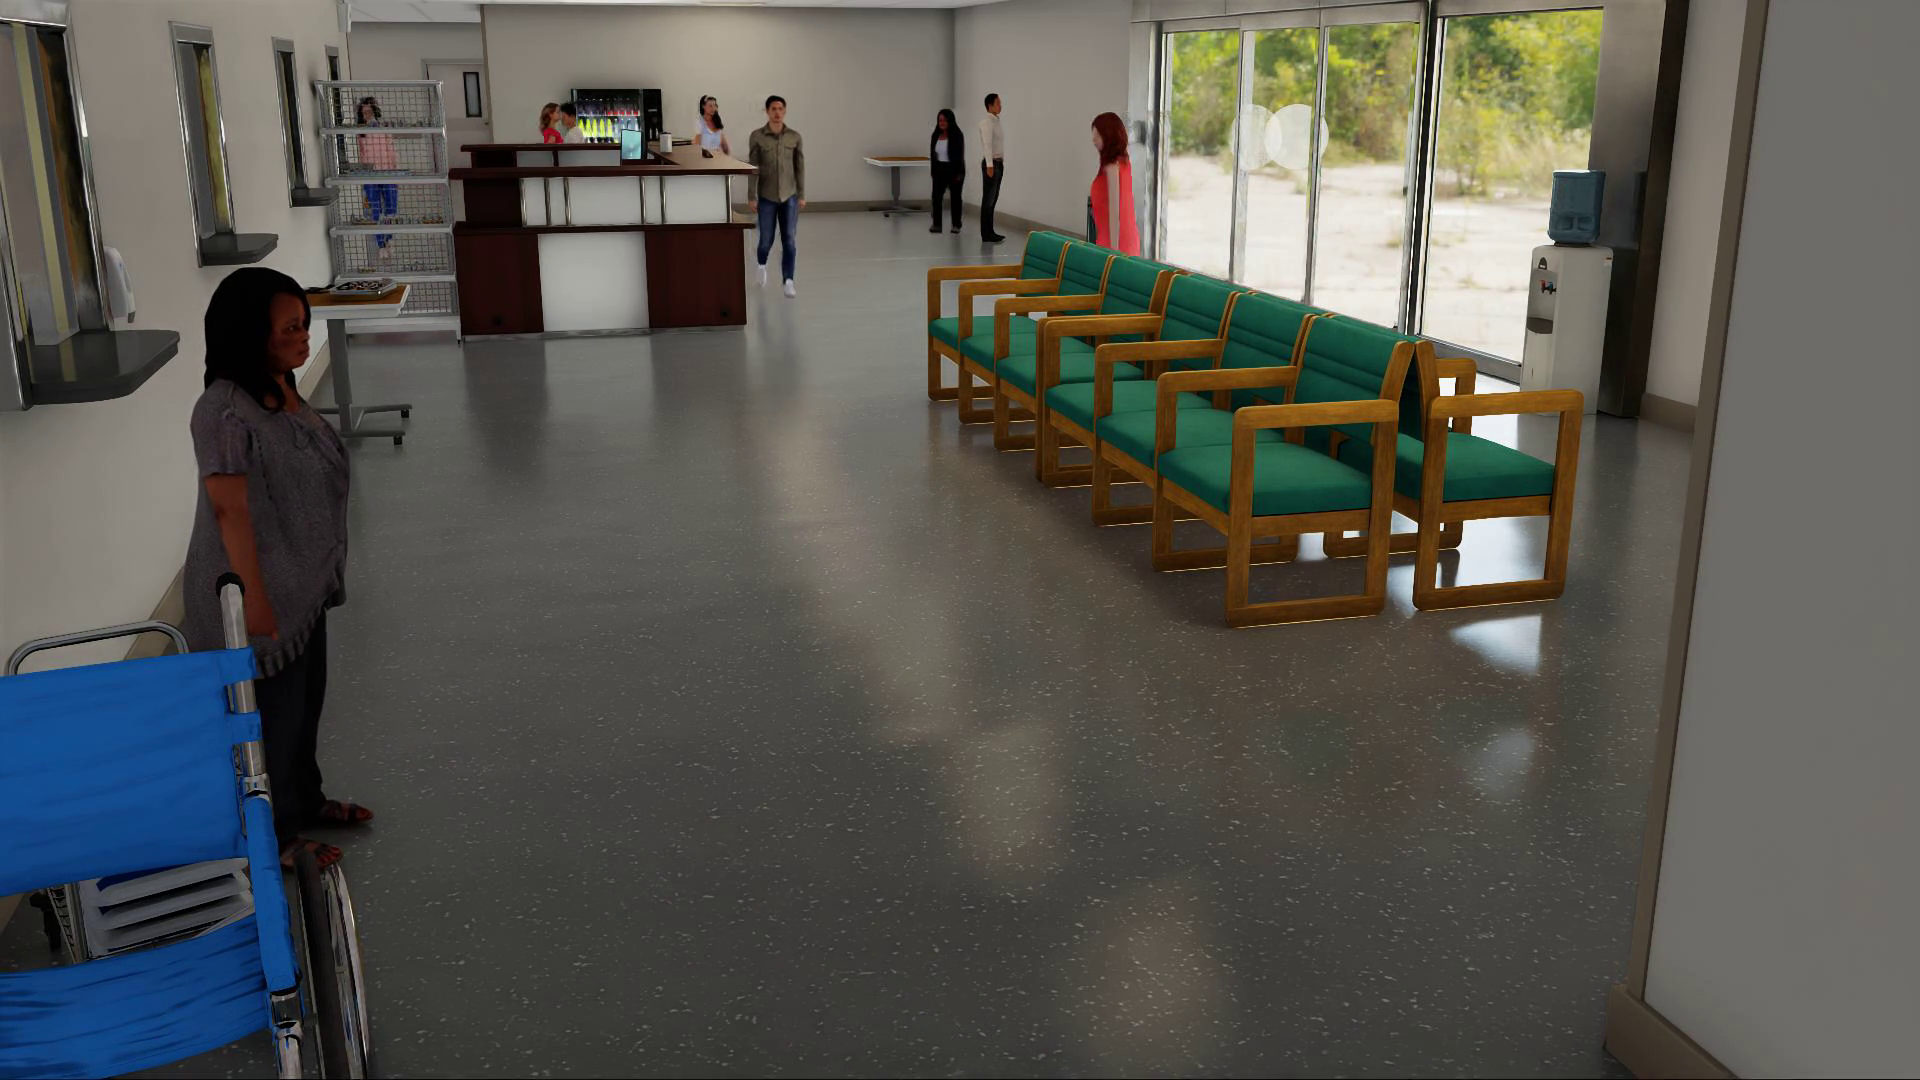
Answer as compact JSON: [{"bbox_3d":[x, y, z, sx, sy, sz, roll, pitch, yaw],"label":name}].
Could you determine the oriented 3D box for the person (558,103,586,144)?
[{"bbox_3d":[-4.684,-4.554,20.697,0.978,1.679,0.766,-2,16,-6],"label":"person"}]

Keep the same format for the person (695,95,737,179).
[{"bbox_3d":[-3.070,-4.408,19.976,0.999,1.790,0.948,11,19,33],"label":"person"}]

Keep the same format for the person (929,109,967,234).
[{"bbox_3d":[-0.109,-4.786,21.689,0.944,1.588,0.975,5,16,16],"label":"person"}]

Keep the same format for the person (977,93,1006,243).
[{"bbox_3d":[0.393,-4.685,20.917,0.734,1.811,0.741,4,16,13],"label":"person"}]

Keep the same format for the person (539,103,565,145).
[{"bbox_3d":[-4.930,-4.322,19.813,0.757,1.712,0.651,-2,16,-5],"label":"person"}]

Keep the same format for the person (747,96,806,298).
[{"bbox_3d":[-1.737,-3.220,15.655,0.988,1.848,0.786,-5,16,-17],"label":"person"}]

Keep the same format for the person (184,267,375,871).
[{"bbox_3d":[-1.838,0.081,4.396,0.678,1.603,0.668,-2,16,-7],"label":"person"}]

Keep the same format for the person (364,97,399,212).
[{"bbox_3d":[-8.882,-5.823,25.214,1.128,1.671,1.180,13,20,38],"label":"person"}]

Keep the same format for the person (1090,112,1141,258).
[{"bbox_3d":[1.140,-1.942,11.228,1.049,1.791,0.960,7,17,23],"label":"person"}]

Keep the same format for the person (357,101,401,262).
[{"bbox_3d":[-6.537,-4.021,18.675,0.599,1.751,0.755,-7,17,-23],"label":"person"}]
